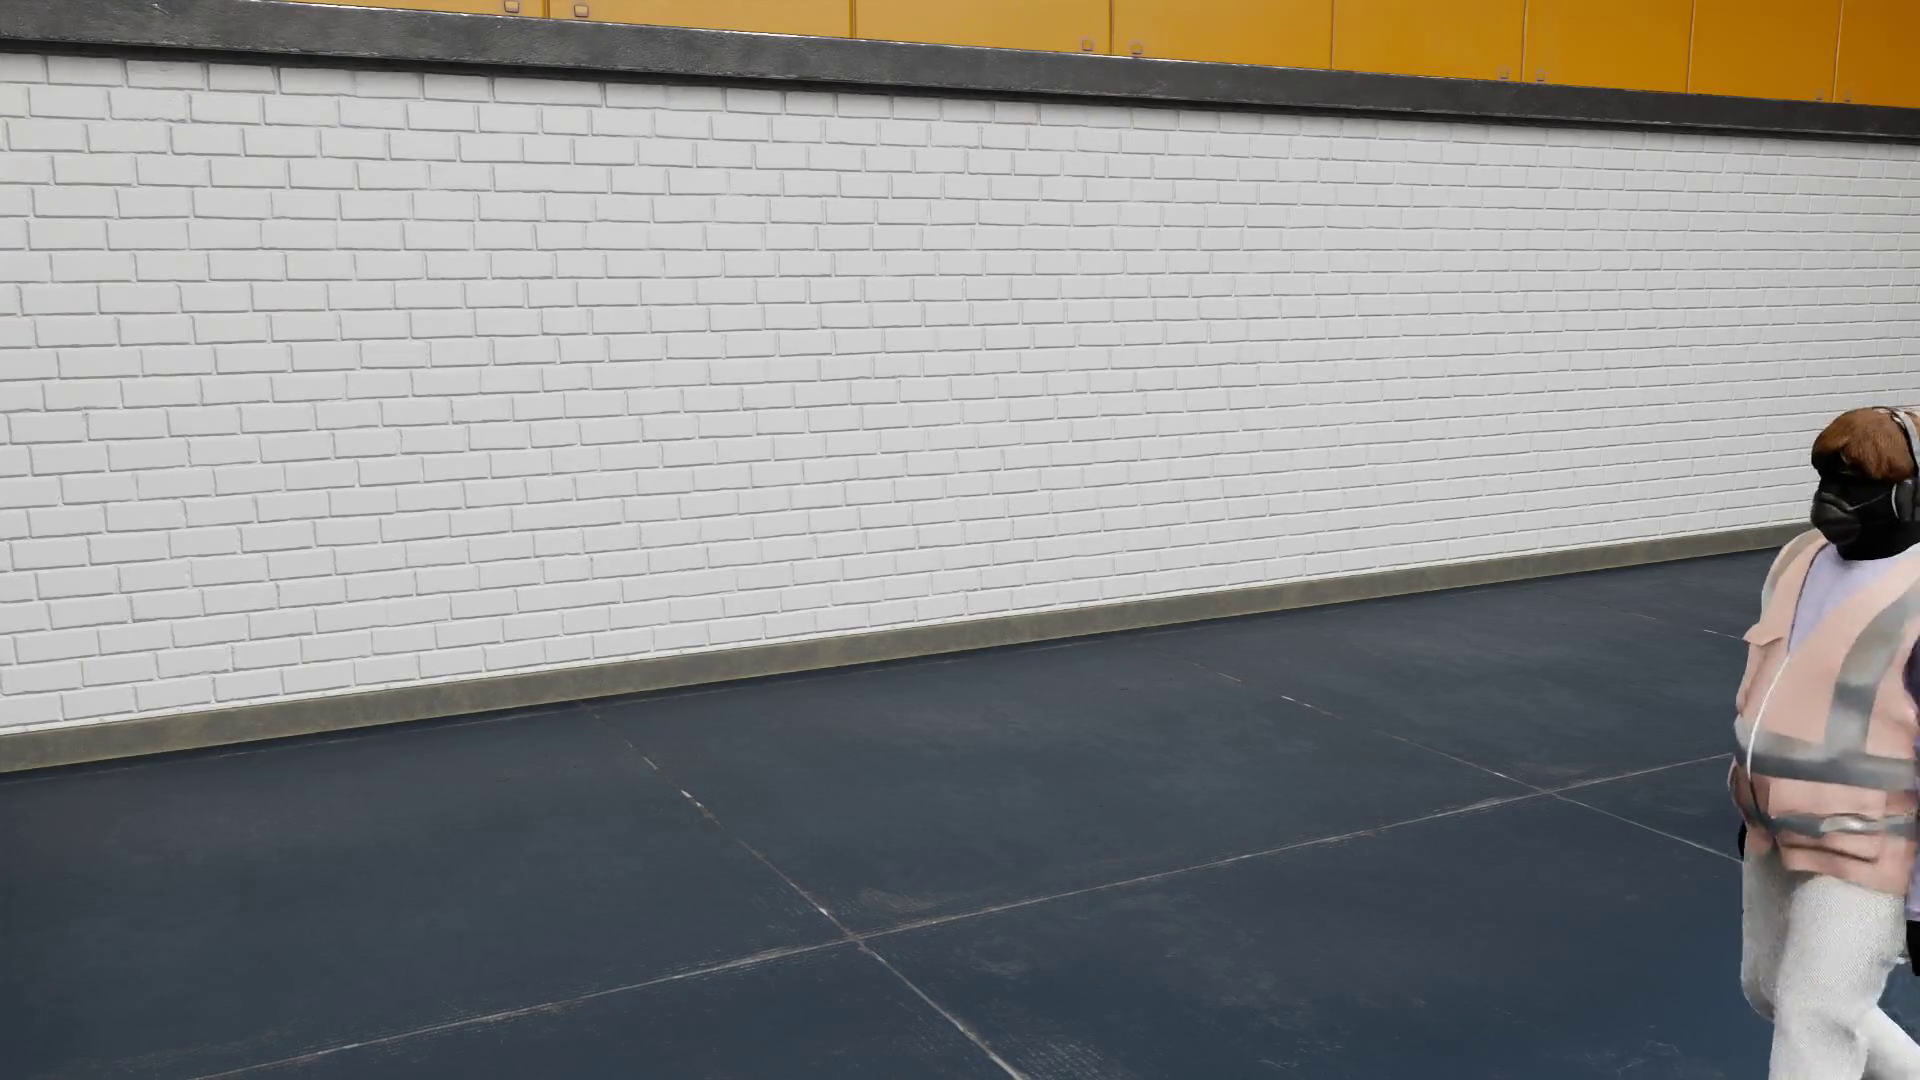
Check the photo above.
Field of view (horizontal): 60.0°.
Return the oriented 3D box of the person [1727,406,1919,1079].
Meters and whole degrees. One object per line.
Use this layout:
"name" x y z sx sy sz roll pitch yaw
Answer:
"person" 1.877 0.627 3.448 0.698 1.826 0.637 -1 10 -5
